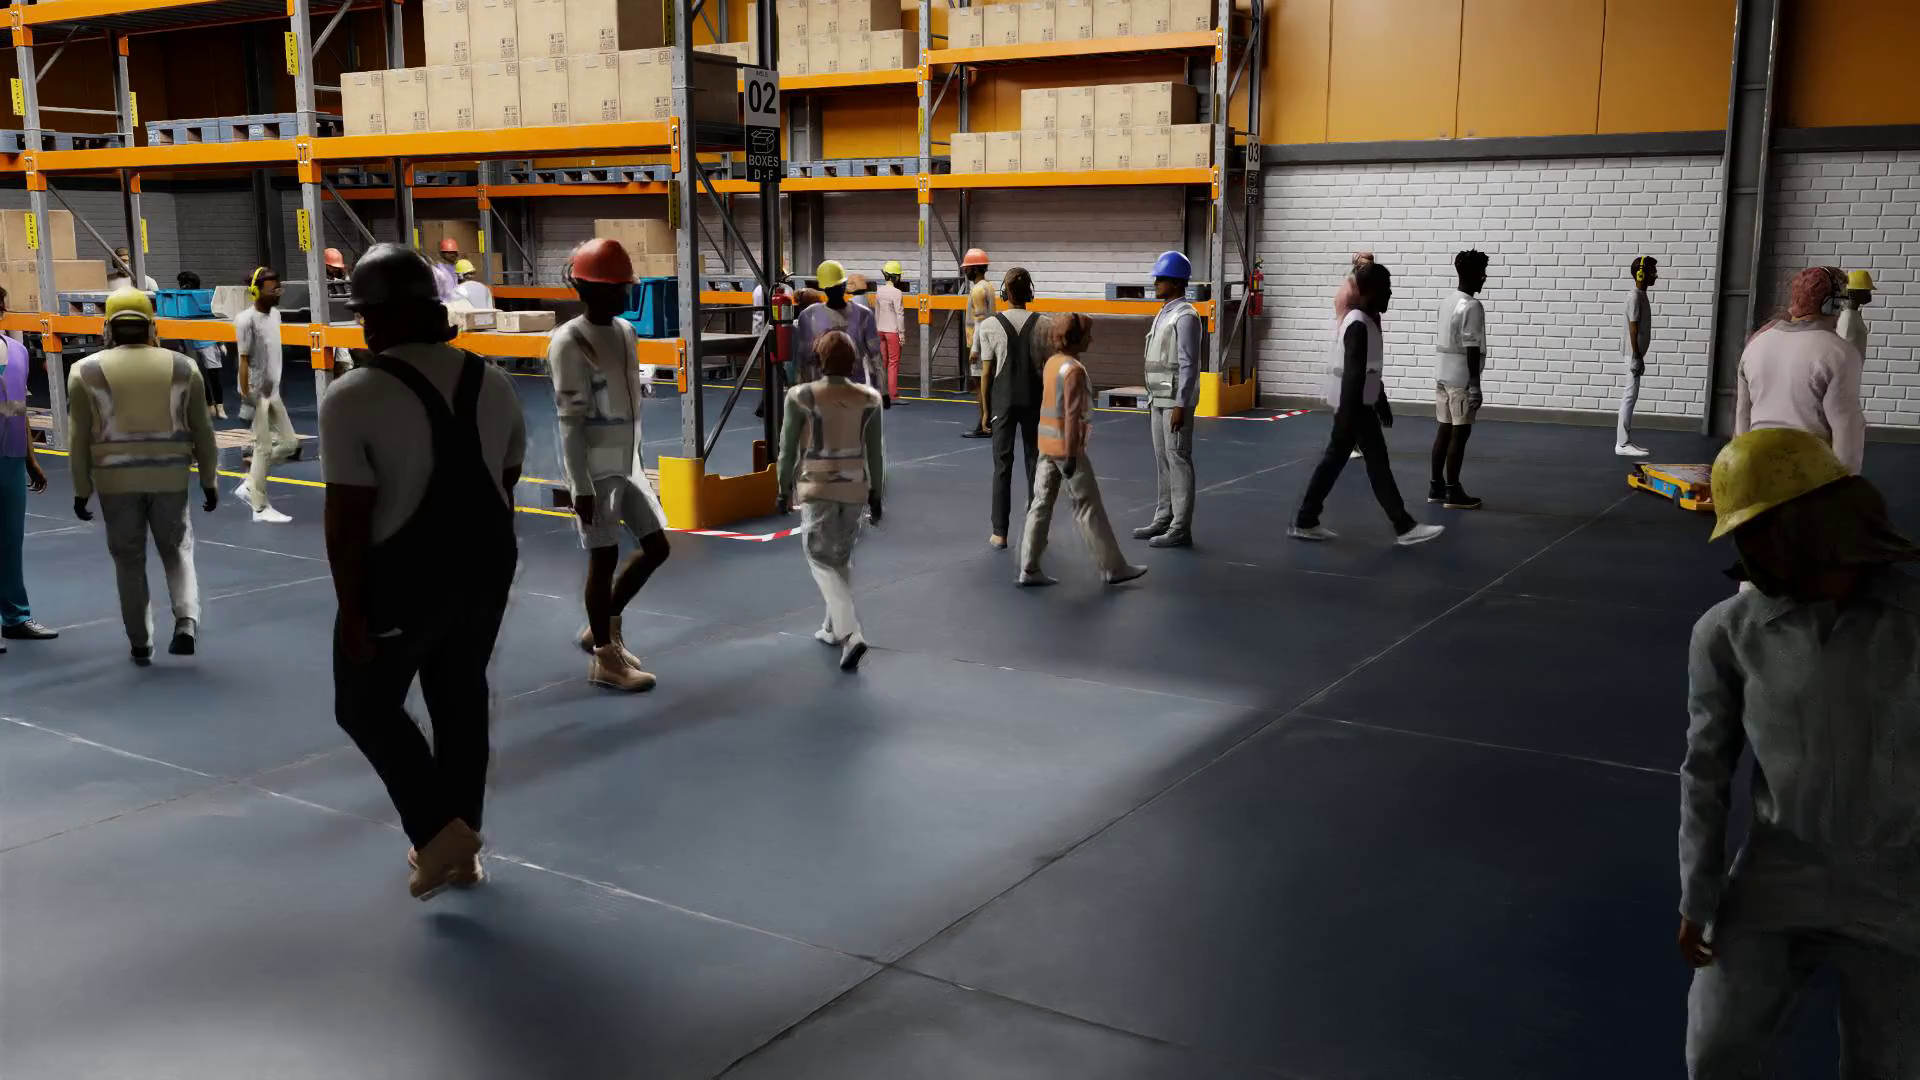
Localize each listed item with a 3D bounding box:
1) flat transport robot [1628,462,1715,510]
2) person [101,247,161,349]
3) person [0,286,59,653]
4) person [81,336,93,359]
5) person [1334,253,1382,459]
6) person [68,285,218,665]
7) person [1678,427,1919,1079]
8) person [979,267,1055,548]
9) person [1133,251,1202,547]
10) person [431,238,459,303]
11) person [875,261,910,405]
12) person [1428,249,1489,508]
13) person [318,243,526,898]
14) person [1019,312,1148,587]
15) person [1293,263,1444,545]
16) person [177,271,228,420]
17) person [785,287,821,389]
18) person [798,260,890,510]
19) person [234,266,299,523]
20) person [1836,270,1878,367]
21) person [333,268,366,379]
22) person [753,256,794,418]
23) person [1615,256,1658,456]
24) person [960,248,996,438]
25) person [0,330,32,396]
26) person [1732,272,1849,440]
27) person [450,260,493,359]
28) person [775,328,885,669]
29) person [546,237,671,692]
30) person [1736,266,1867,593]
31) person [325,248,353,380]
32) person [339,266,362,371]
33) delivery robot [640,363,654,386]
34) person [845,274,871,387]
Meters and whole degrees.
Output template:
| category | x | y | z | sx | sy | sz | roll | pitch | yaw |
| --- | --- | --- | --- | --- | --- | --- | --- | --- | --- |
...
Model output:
| category | x | y | z | sx | sy | sz | roll | pitch | yaw |
| --- | --- | --- | --- | --- | --- | --- | --- | --- | --- |
| flat transport robot | 5.754 | -0.422 | 12.872 | 0.652 | 0.197 | 1.431 | 1 | 10 | 3 |
| person | -9.224 | -2.270 | 18.489 | 0.635 | 1.939 | 0.366 | -4 | 11 | -21 |
| person | -4.825 | -0.372 | 8.252 | 0.389 | 1.837 | 0.563 | 3 | 11 | 16 |
| person | -14.236 | -3.676 | 27.129 | 0.268 | 1.630 | 0.507 | -10 | 14 | -43 |
| person | 3.730 | -1.723 | 15.555 | 0.403 | 1.904 | 0.651 | 7 | 12 | 32 |
| person | -3.858 | -0.292 | 7.882 | 0.632 | 1.811 | 0.512 | -7 | 12 | -34 |
| person | 1.566 | 0.649 | 3.005 | 0.619 | 1.698 | 0.352 | 6 | 12 | 30 |
| person | 0.380 | -0.859 | 10.932 | 0.508 | 1.846 | 0.345 | 0 | 10 | -1 |
| person | 1.403 | -0.931 | 11.040 | 0.380 | 1.951 | 0.605 | -2 | 10 | -12 |
| person | -7.346 | -3.326 | 24.053 | 0.370 | 2.044 | 0.608 | 9 | 14 | 41 |
| person | -0.837 | -2.546 | 20.499 | 0.319 | 1.767 | 0.534 | -7 | 13 | -36 |
| person | 3.801 | -1.220 | 12.639 | 0.377 | 1.958 | 0.599 | -1 | 10 | -5 |
| person | -1.648 | 0.096 | 5.098 | 0.585 | 2.000 | 0.692 | 8 | 13 | 37 |
| person | 0.703 | -0.518 | 9.702 | 0.809 | 1.600 | 0.531 | -3 | 11 | -17 |
| person | 2.725 | -0.897 | 11.079 | 1.010 | 1.863 | 0.612 | 3 | 11 | 16 |
| person | -8.538 | -2.186 | 18.755 | 0.594 | 1.684 | 0.364 | 3 | 11 | 15 |
| person | -1.275 | -1.351 | 14.276 | 0.616 | 1.626 | 0.525 | 10 | 14 | 43 |
| person | -0.903 | -1.179 | 12.639 | 0.687 | 1.874 | 0.780 | -3 | 11 | -14 |
| person | -4.979 | -1.025 | 11.869 | 0.487 | 1.838 | 0.559 | 1 | 10 | 7 |
| person | 7.546 | -1.394 | 14.118 | 0.313 | 1.769 | 0.525 | 6 | 12 | 28 |
| person | -8.708 | -3.048 | 23.527 | 0.718 | 1.674 | 0.537 | 2 | 11 | 13 |
| person | -2.076 | -2.187 | 18.173 | 0.692 | 1.901 | 0.587 | 8 | 13 | 37 |
| person | 6.393 | -1.729 | 15.683 | 0.328 | 1.872 | 0.510 | 4 | 11 | 22 |
| person | 0.179 | -2.009 | 17.055 | 0.378 | 1.933 | 0.551 | 2 | 10 | 11 |
| person | -12.335 | -2.835 | 21.468 | 0.612 | 1.995 | 0.382 | -9 | 14 | -42 |
| person | 4.171 | -0.400 | 8.283 | 0.666 | 1.879 | 0.561 | -6 | 12 | -29 |
| person | -6.219 | -2.672 | 21.188 | 0.947 | 1.778 | 0.619 | 6 | 12 | 30 |
| person | -0.592 | -0.209 | 7.993 | 0.513 | 1.608 | 0.786 | -6 | 12 | -29 |
| person | -1.556 | -0.318 | 7.405 | 0.405 | 2.031 | 0.646 | 4 | 11 | 21 |
| person | 3.832 | -0.280 | 7.559 | 0.409 | 1.905 | 0.651 | -3 | 11 | -18 |
| person | -7.137 | -2.348 | 18.952 | 0.366 | 1.930 | 0.542 | 5 | 11 | 26 |
| person | -9.406 | -3.394 | 25.588 | 0.667 | 1.608 | 0.514 | 5 | 11 | 24 |
| delivery robot | -4.303 | -2.151 | 21.395 | 0.707 | 0.478 | 0.477 | -4 | 11 | -20 |
| person | -1.261 | -2.378 | 19.978 | 0.435 | 1.616 | 0.521 | 5 | 11 | 24 |
